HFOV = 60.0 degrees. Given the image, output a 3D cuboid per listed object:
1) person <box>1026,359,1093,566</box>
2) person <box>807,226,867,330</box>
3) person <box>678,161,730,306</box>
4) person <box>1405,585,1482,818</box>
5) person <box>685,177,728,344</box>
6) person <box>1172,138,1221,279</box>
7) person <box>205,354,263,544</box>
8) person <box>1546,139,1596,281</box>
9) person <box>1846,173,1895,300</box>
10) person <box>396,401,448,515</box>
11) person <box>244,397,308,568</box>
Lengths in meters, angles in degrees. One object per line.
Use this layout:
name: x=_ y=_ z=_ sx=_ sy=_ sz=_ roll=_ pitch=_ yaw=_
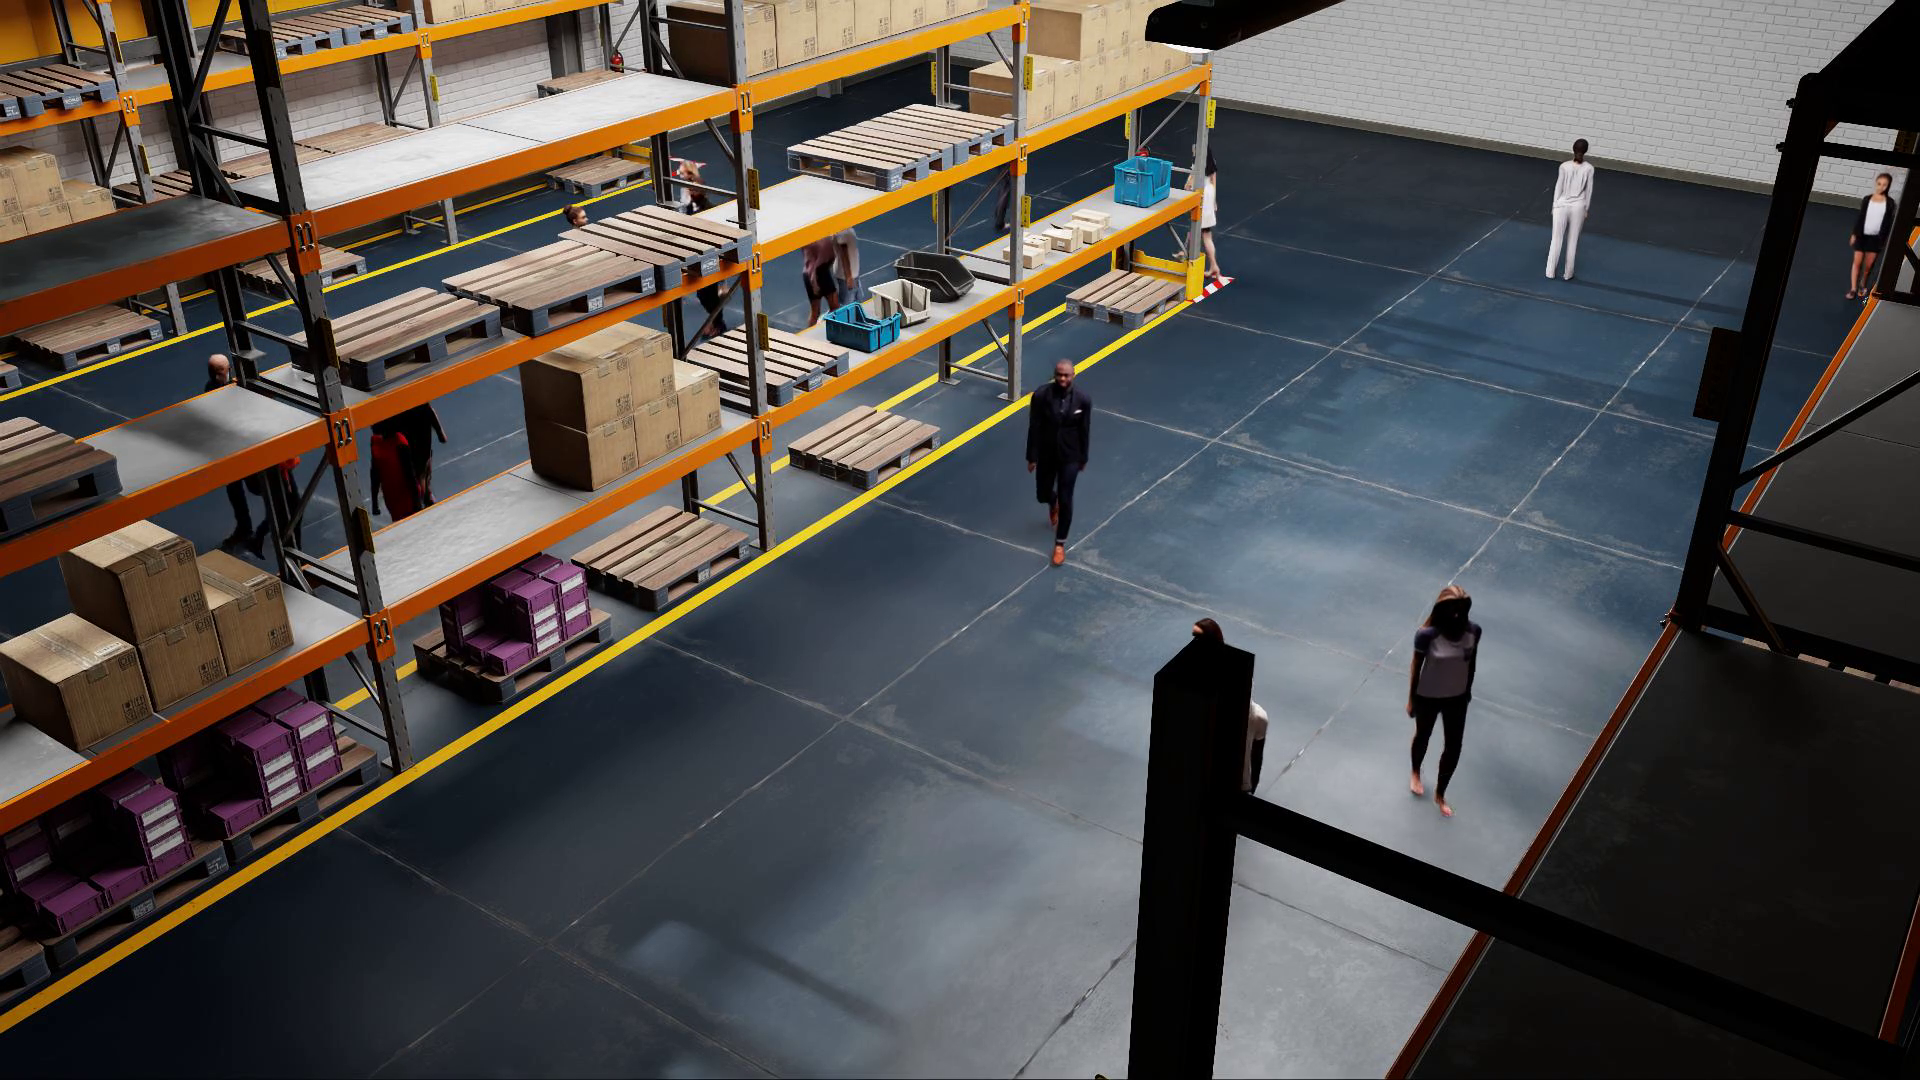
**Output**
person: x=0.861 y=-0.748 z=14.486 sx=0.972 sy=1.798 sz=1.182 roll=5 pitch=29 yaw=8
person: x=-1.344 y=-2.993 z=18.557 sx=1.137 sy=1.841 sz=1.117 roll=-3 pitch=29 yaw=-6
person: x=-3.031 y=-3.644 z=19.853 sx=1.243 sy=1.742 sz=0.905 roll=-19 pitch=34 yaw=-31
person: x=3.256 y=1.007 z=11.364 sx=0.837 sy=1.708 sz=0.910 roll=0 pitch=29 yaw=0
person: x=-2.814 y=-3.218 z=18.917 sx=0.749 sy=1.892 sz=0.778 roll=-23 pitch=36 yaw=-36
person: x=3.074 y=-4.099 z=20.703 sx=1.065 sy=1.728 sz=0.837 roll=-24 pitch=37 yaw=-37
person: x=-6.300 y=-0.852 z=14.702 sx=0.815 sy=1.775 sz=1.007 roll=14 pitch=32 yaw=24
person: x=7.591 y=-4.112 z=20.678 sx=0.641 sy=1.774 sz=0.622 roll=10 pitch=30 yaw=17
person: x=11.043 y=-3.699 z=20.155 sx=0.545 sy=1.551 sz=0.575 roll=19 pitch=34 yaw=31
person: x=-4.951 y=-0.904 z=14.872 sx=0.660 sy=1.702 sz=0.643 roll=20 pitch=34 yaw=32
person: x=-5.862 y=-0.515 z=14.129 sx=0.954 sy=1.731 sz=0.857 roll=-10 pitch=30 yaw=-17
